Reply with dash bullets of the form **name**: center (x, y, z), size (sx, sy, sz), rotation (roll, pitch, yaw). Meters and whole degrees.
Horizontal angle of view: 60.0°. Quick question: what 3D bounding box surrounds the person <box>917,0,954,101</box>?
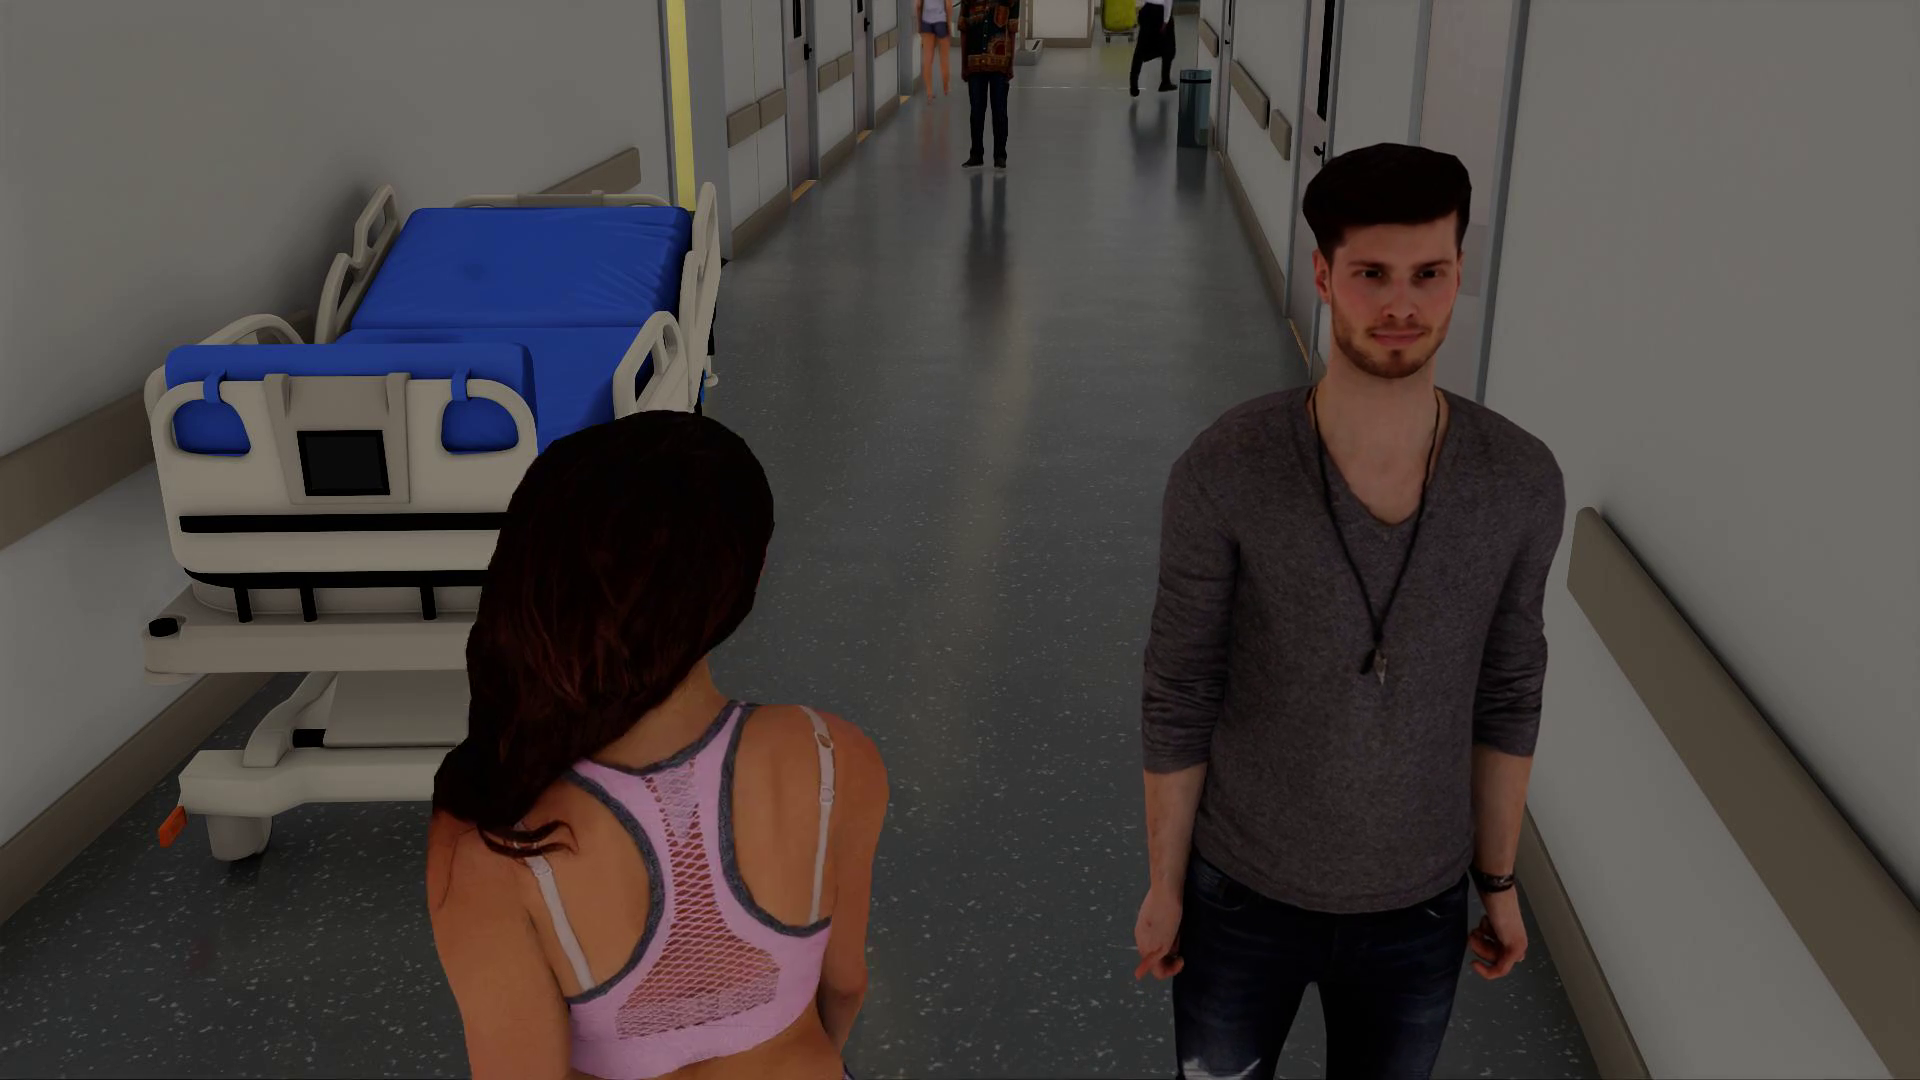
- **person**: center (-0.313, -5.988, 19.500), size (1.080, 1.678, 0.742), rotation (4, 21, 10)

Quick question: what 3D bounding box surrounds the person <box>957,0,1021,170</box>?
- **person**: center (0.253, -4.147, 14.400), size (0.613, 1.806, 0.770), rotation (4, 21, 10)

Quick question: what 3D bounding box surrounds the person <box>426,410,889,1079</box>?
- **person**: center (-0.201, 0.771, 1.585), size (1.123, 1.727, 0.974), rotation (-9, 22, -22)

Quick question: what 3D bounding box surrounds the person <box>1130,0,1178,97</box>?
- **person**: center (2.290, -6.188, 19.887), size (1.302, 1.779, 1.133), rotation (13, 24, 30)

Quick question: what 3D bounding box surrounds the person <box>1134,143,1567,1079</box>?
- **person**: center (0.487, 0.432, 2.229), size (0.531, 1.905, 0.755), rotation (0, 21, 0)
